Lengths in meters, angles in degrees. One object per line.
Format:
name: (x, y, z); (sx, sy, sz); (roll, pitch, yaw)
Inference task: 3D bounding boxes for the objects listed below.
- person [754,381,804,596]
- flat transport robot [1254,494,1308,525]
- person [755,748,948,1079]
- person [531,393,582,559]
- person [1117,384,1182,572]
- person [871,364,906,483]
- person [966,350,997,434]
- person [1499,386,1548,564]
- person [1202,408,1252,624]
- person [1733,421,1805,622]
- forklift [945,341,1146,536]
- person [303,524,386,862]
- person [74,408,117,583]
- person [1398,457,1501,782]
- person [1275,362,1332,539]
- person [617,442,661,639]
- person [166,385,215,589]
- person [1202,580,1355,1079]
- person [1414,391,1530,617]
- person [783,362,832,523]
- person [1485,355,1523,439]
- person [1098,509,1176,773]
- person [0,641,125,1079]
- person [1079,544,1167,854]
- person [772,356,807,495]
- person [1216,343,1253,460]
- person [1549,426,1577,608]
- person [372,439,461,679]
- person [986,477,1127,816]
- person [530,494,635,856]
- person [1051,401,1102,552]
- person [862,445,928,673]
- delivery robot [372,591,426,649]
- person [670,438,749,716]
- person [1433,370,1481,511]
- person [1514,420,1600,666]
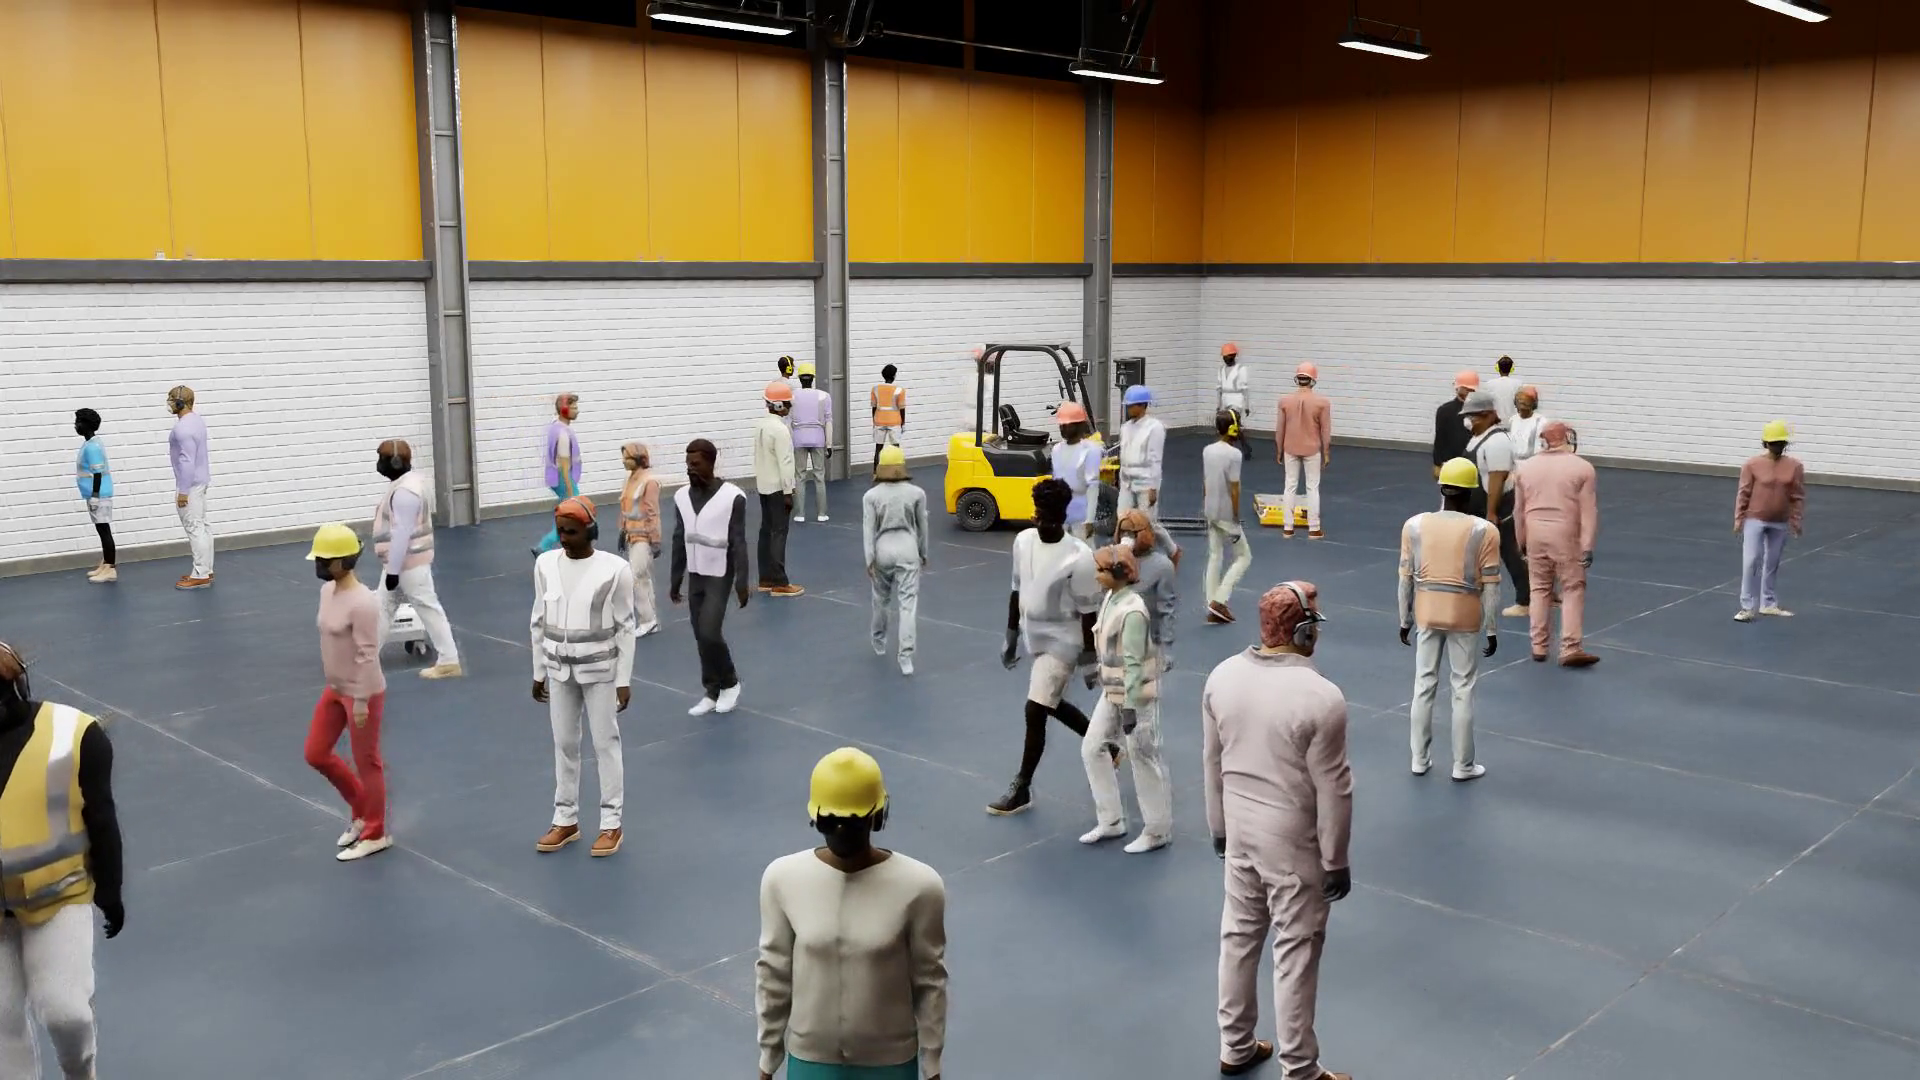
person: (-1.698, -0.479, 15.504); (0.395, 1.992, 0.621); (-5, 11, -29)
flat transport robot: (3.940, -0.381, 20.171); (0.652, 0.197, 1.431); (1, 9, 7)
person: (-0.301, 1.420, 4.567); (0.533, 1.765, 0.331); (1, 9, 5)
person: (-3.893, -0.534, 16.346); (0.553, 1.828, 0.596); (-3, 10, -20)
person: (1.784, -0.548, 16.121); (0.780, 1.928, 0.611); (-7, 12, -38)
person: (-1.015, -1.636, 23.548); (0.530, 1.687, 0.321); (3, 10, 16)
person: (0.367, -1.519, 21.898); (1.021, 1.986, 0.664); (-5, 11, -30)
person: (5.808, -0.649, 16.983); (0.707, 1.843, 0.596); (-4, 10, -25)
person: (2.268, -0.192, 14.170); (0.396, 1.854, 0.556); (-6, 11, -31)
person: (7.012, -0.160, 14.349); (0.627, 1.740, 0.442); (0, 9, 2)
forklift: (0.977, -1.223, 19.452); (2.313, 2.155, 1.214); (2, 9, 11)
person: (-3.141, 0.780, 8.497); (0.553, 1.750, 0.372); (9, 13, 44)
person: (-8.387, -0.436, 16.146); (0.322, 1.696, 0.536); (-5, 10, -27)
person: (2.913, 0.468, 9.905); (0.593, 1.924, 0.384); (6, 11, 32)
person: (3.869, -1.003, 18.721); (0.623, 1.989, 0.400); (4, 10, 23)
person: (-2.661, 0.009, 13.638); (0.436, 1.622, 0.538); (-7, 11, -35)
person: (-7.334, -0.506, 15.838); (0.359, 1.938, 0.635); (-2, 10, -13)
person: (1.192, 1.093, 6.131); (0.401, 1.910, 0.641); (-7, 12, -36)
person: (4.562, -0.357, 14.611); (1.116, 2.000, 0.706); (0, 9, 1)
person: (-1.817, -1.161, 19.904); (0.585, 1.923, 0.376); (-1, 9, -6)
person: (7.343, -1.557, 22.505); (0.508, 1.868, 0.328); (1, 9, 9)
person: (1.015, 0.634, 9.828); (0.531, 1.619, 0.559); (5, 10, 28)
person: (-3.166, 1.222, 5.584); (0.647, 1.824, 0.444); (-3, 10, -15)
person: (0.826, 0.826, 8.623); (0.574, 1.612, 0.634); (-2, 9, -11)
person: (-2.322, -1.540, 22.390); (0.513, 1.872, 0.328); (9, 13, 43)
person: (4.331, -2.162, 26.185); (0.918, 1.902, 0.555); (-6, 11, -33)
person: (5.370, -0.213, 14.979); (0.276, 1.631, 0.507); (6, 11, 32)
person: (-4.147, 0.162, 12.188); (0.944, 1.789, 0.650); (-4, 10, -21)
person: (0.583, 0.568, 9.336); (0.906, 1.912, 0.649); (-6, 11, -31)
person: (-1.960, 0.697, 8.621); (0.572, 1.887, 0.354); (3, 10, 15)
person: (1.016, -0.246, 14.328); (0.548, 1.919, 0.811); (8, 12, 41)
person: (-0.496, 0.125, 12.727); (0.502, 1.694, 0.910); (-1, 9, -5)
delivery robot: (-4.466, 0.633, 12.800); (0.707, 0.478, 0.477); (-5, 11, -29)
person: (-1.709, 0.259, 11.263); (0.615, 1.899, 0.464); (6, 11, 35)
person: (5.355, -0.846, 17.889); (0.631, 1.969, 0.605); (-3, 10, -18)
person: (4.598, 0.016, 12.857); (0.698, 1.870, 0.468); (9, 13, 43)
